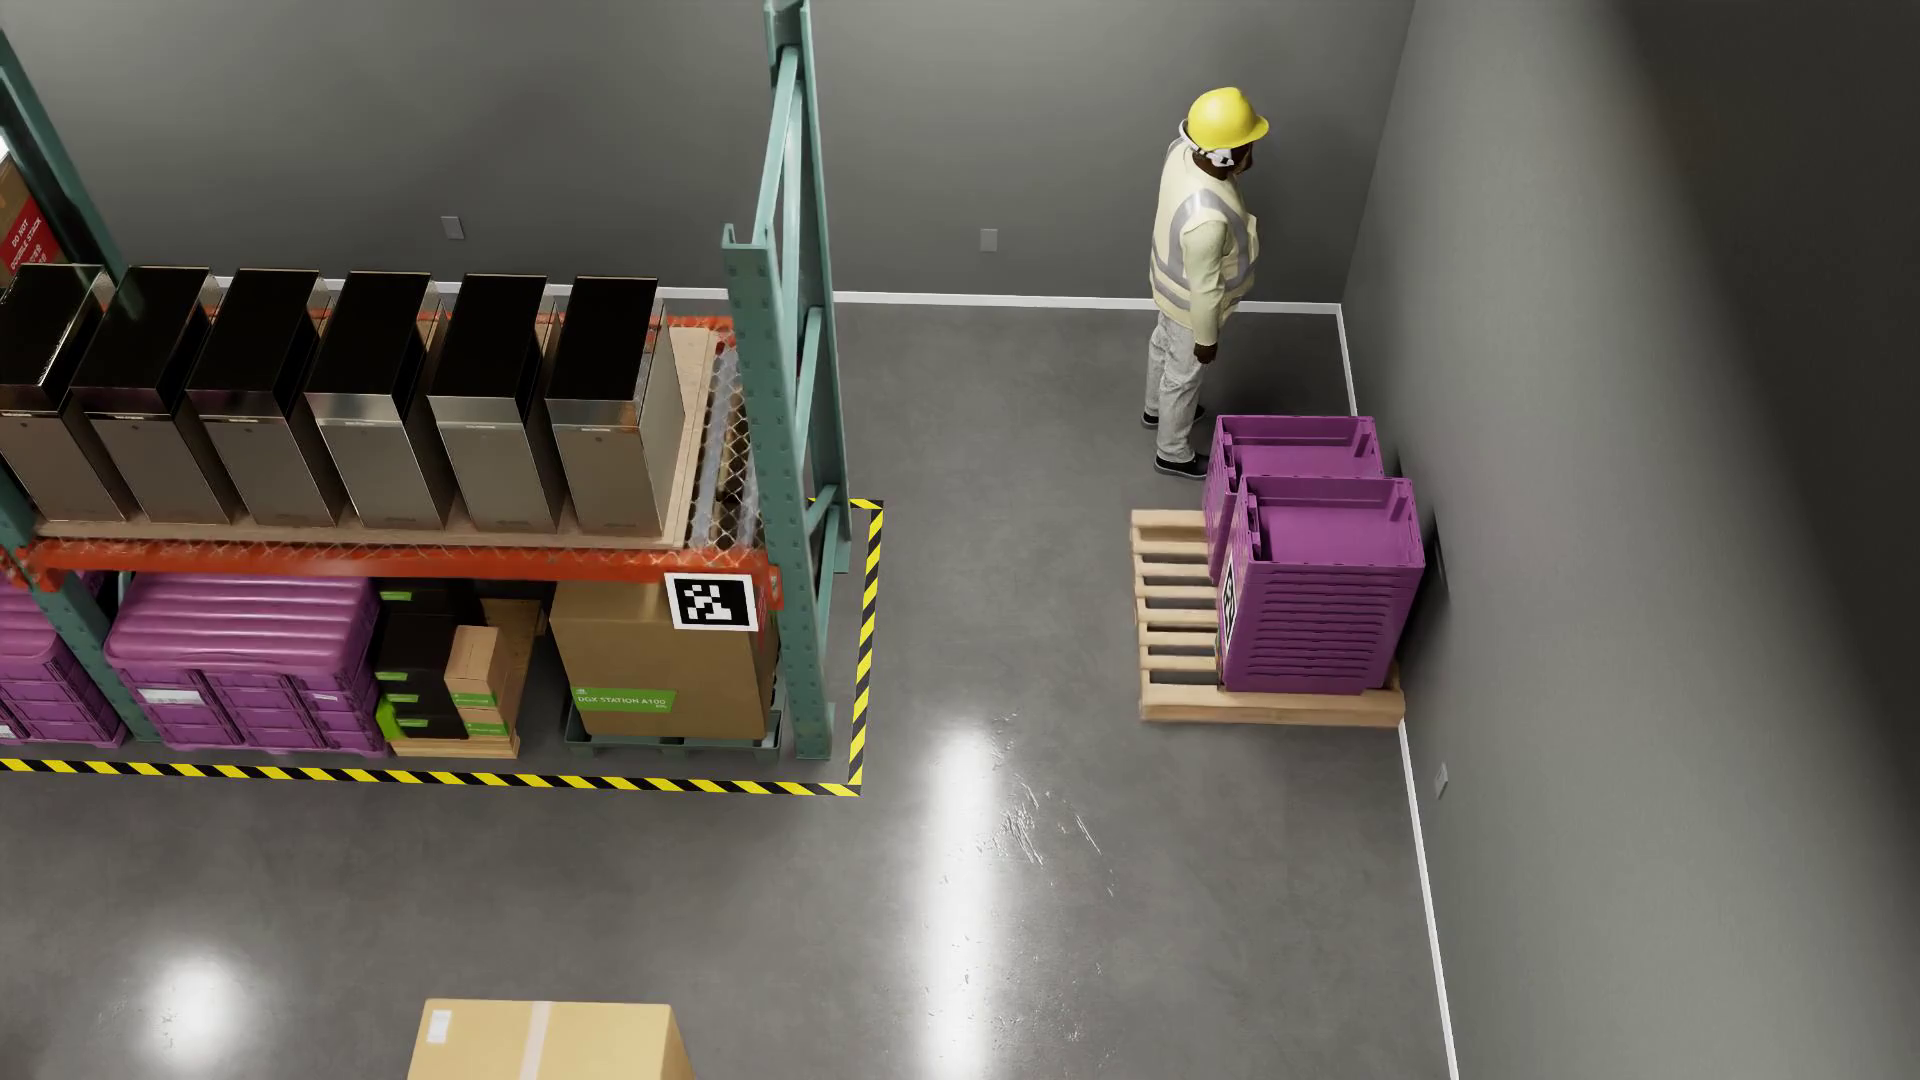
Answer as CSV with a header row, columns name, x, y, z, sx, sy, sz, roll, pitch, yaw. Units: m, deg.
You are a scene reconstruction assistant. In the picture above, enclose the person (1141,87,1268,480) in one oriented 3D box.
name,x,y,z,sx,sy,sz,roll,pitch,yaw
person,0.942,-0.993,6.539,0.403,1.837,0.589,-4,52,-3
